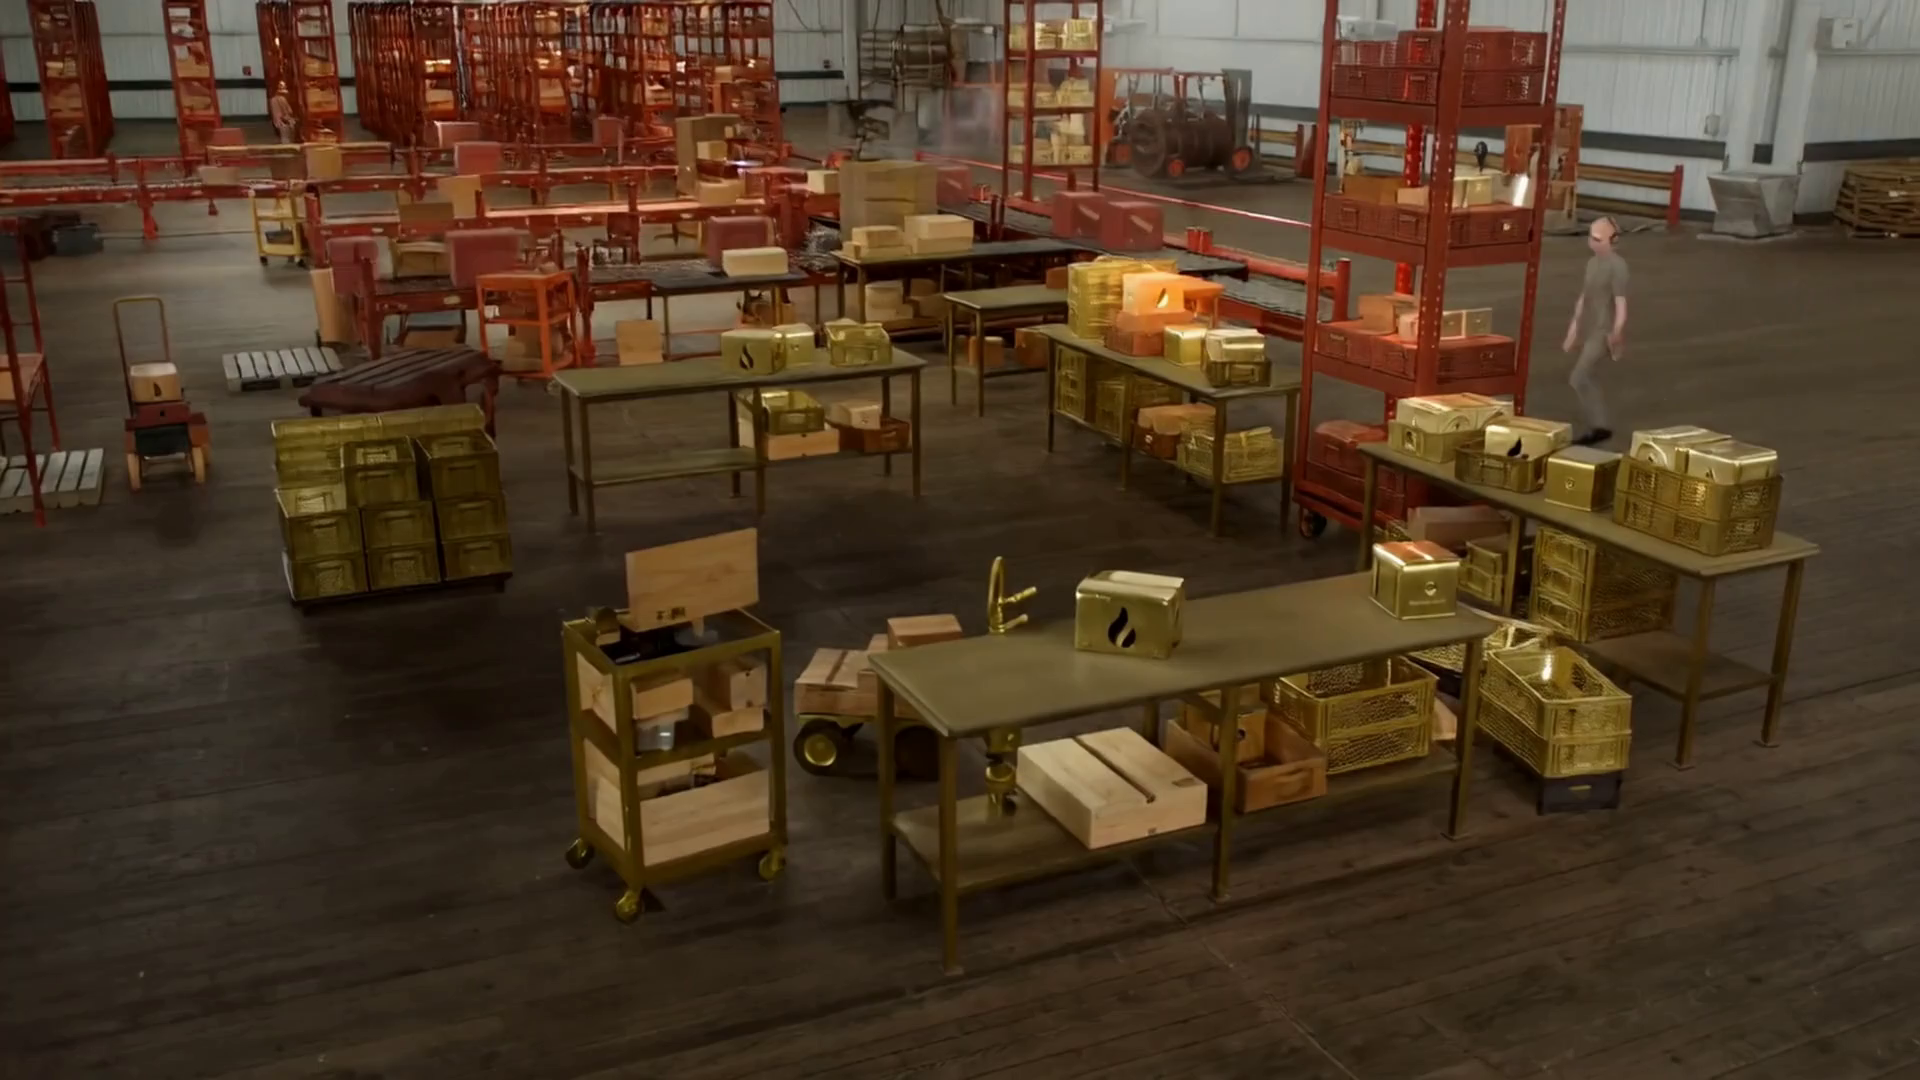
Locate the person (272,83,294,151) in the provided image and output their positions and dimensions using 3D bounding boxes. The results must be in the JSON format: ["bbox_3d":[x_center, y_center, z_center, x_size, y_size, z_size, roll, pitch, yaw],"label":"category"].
[{"bbox_3d":[-15.397,-9.478,37.910,0.403,1.822,0.589,-1,18,-5],"label":"person"}]

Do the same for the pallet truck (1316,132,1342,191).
[{"bbox_3d":[7.723,-7.504,32.656,1.601,1.201,0.680,-8,19,-23],"label":"pallet truck"}]

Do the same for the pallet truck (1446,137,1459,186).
[{"bbox_3d":[9.184,-6.485,29.328,1.630,1.274,0.653,-8,19,-23],"label":"pallet truck"}]

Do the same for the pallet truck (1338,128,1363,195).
[{"bbox_3d":[7.845,-7.140,31.411,1.522,1.261,0.704,-9,20,-25],"label":"pallet truck"}]

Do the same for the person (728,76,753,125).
[{"bbox_3d":[-4.937,-9.425,37.457,0.612,1.997,0.375,3,18,9],"label":"person"}]

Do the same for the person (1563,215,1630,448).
[{"bbox_3d":[5.001,-1.640,13.183,0.494,1.853,0.511,-2,18,-7],"label":"person"}]

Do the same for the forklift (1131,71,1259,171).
[{"bbox_3d":[4.998,-8.936,35.413,2.680,1.987,1.157,-9,20,-25],"label":"forklift"}]

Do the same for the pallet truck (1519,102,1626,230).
[{"bbox_3d":[9.972,-6.037,26.785,1.885,1.965,0.823,-9,20,-25],"label":"pallet truck"}]

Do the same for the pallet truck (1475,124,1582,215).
[{"bbox_3d":[9.707,-6.455,28.103,1.885,1.965,0.823,-7,19,-20],"label":"pallet truck"}]

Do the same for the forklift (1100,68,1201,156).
[{"bbox_3d":[4.082,-9.564,37.410,2.680,1.987,1.157,-8,19,-23],"label":"forklift"}]
